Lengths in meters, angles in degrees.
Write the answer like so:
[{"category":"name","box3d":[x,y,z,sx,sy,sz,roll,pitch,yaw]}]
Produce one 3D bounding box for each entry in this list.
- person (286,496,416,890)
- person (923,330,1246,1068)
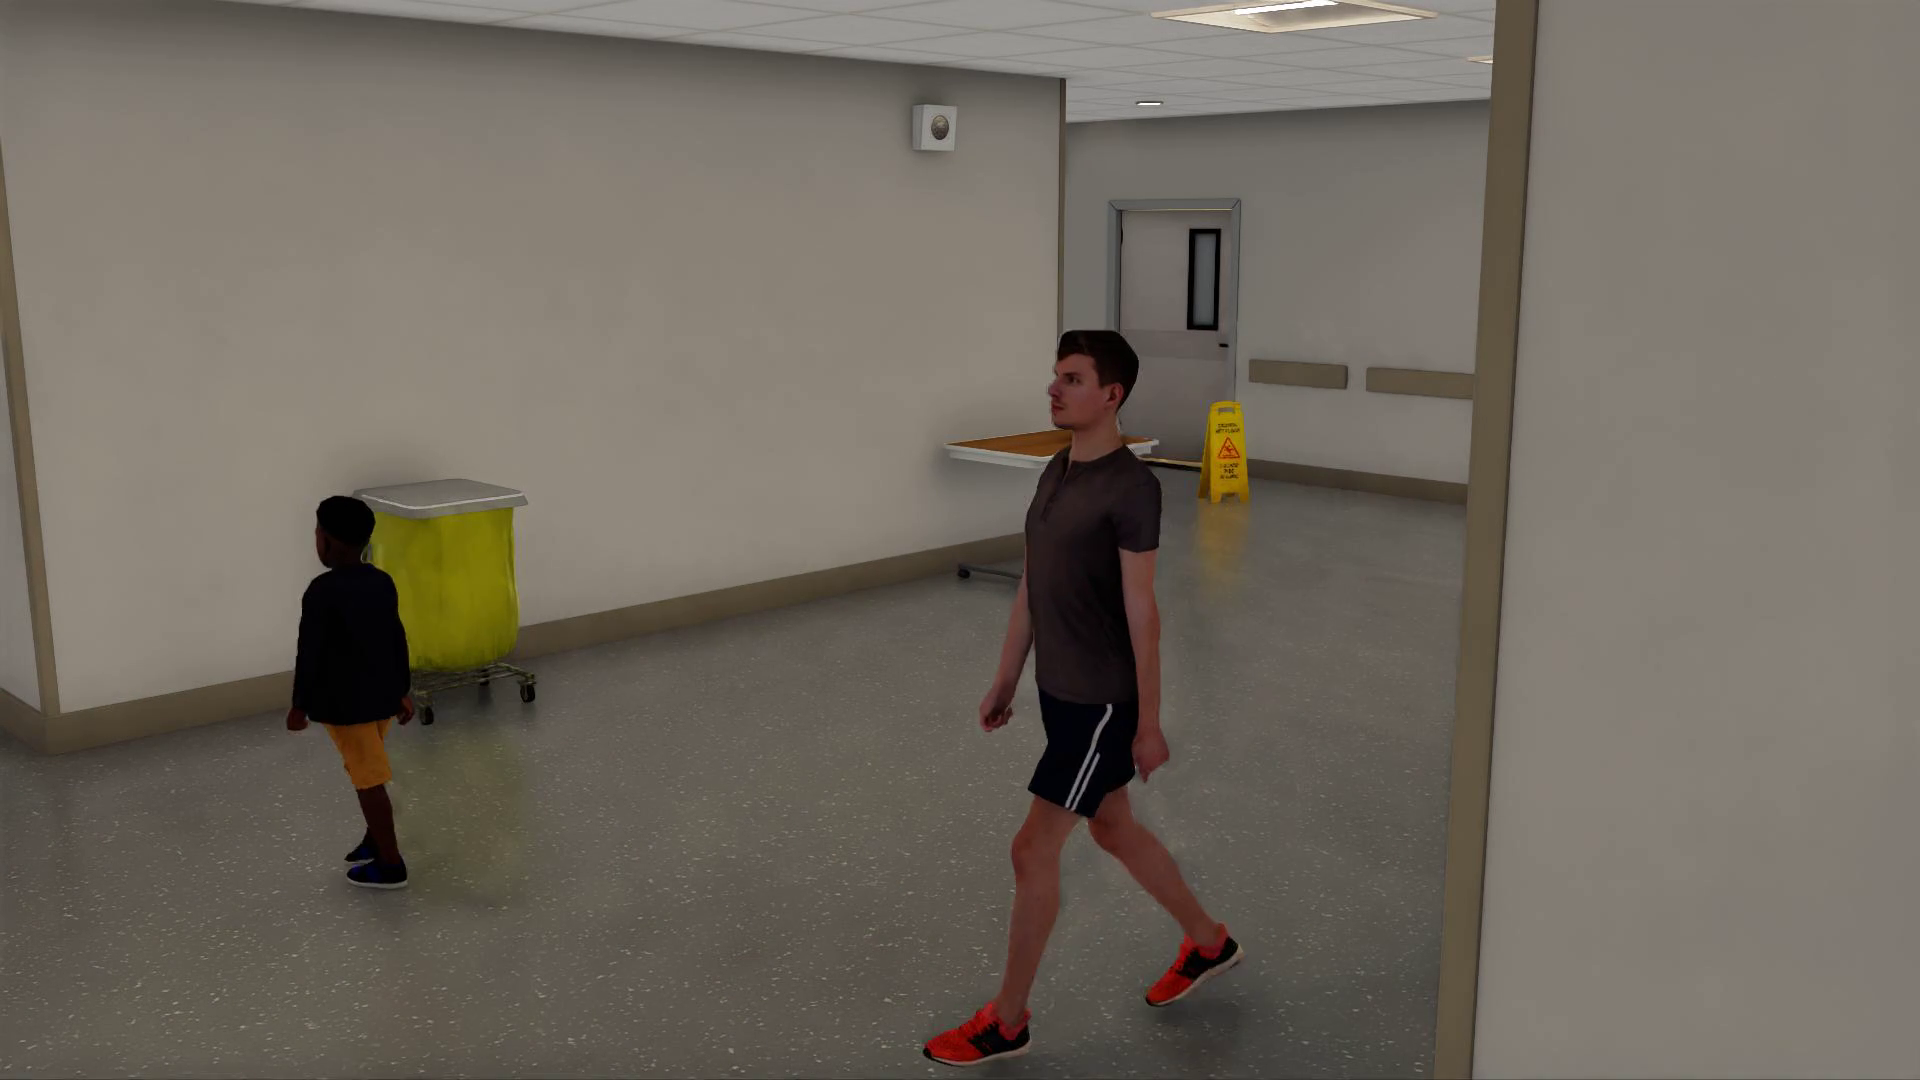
[{"category":"person","box3d":[-1.845,0.495,5.242,0.641,1.258,0.599,4,11,19]},{"category":"person","box3d":[0.401,0.407,4.226,1.049,1.811,1.215,-4,11,-20]}]
